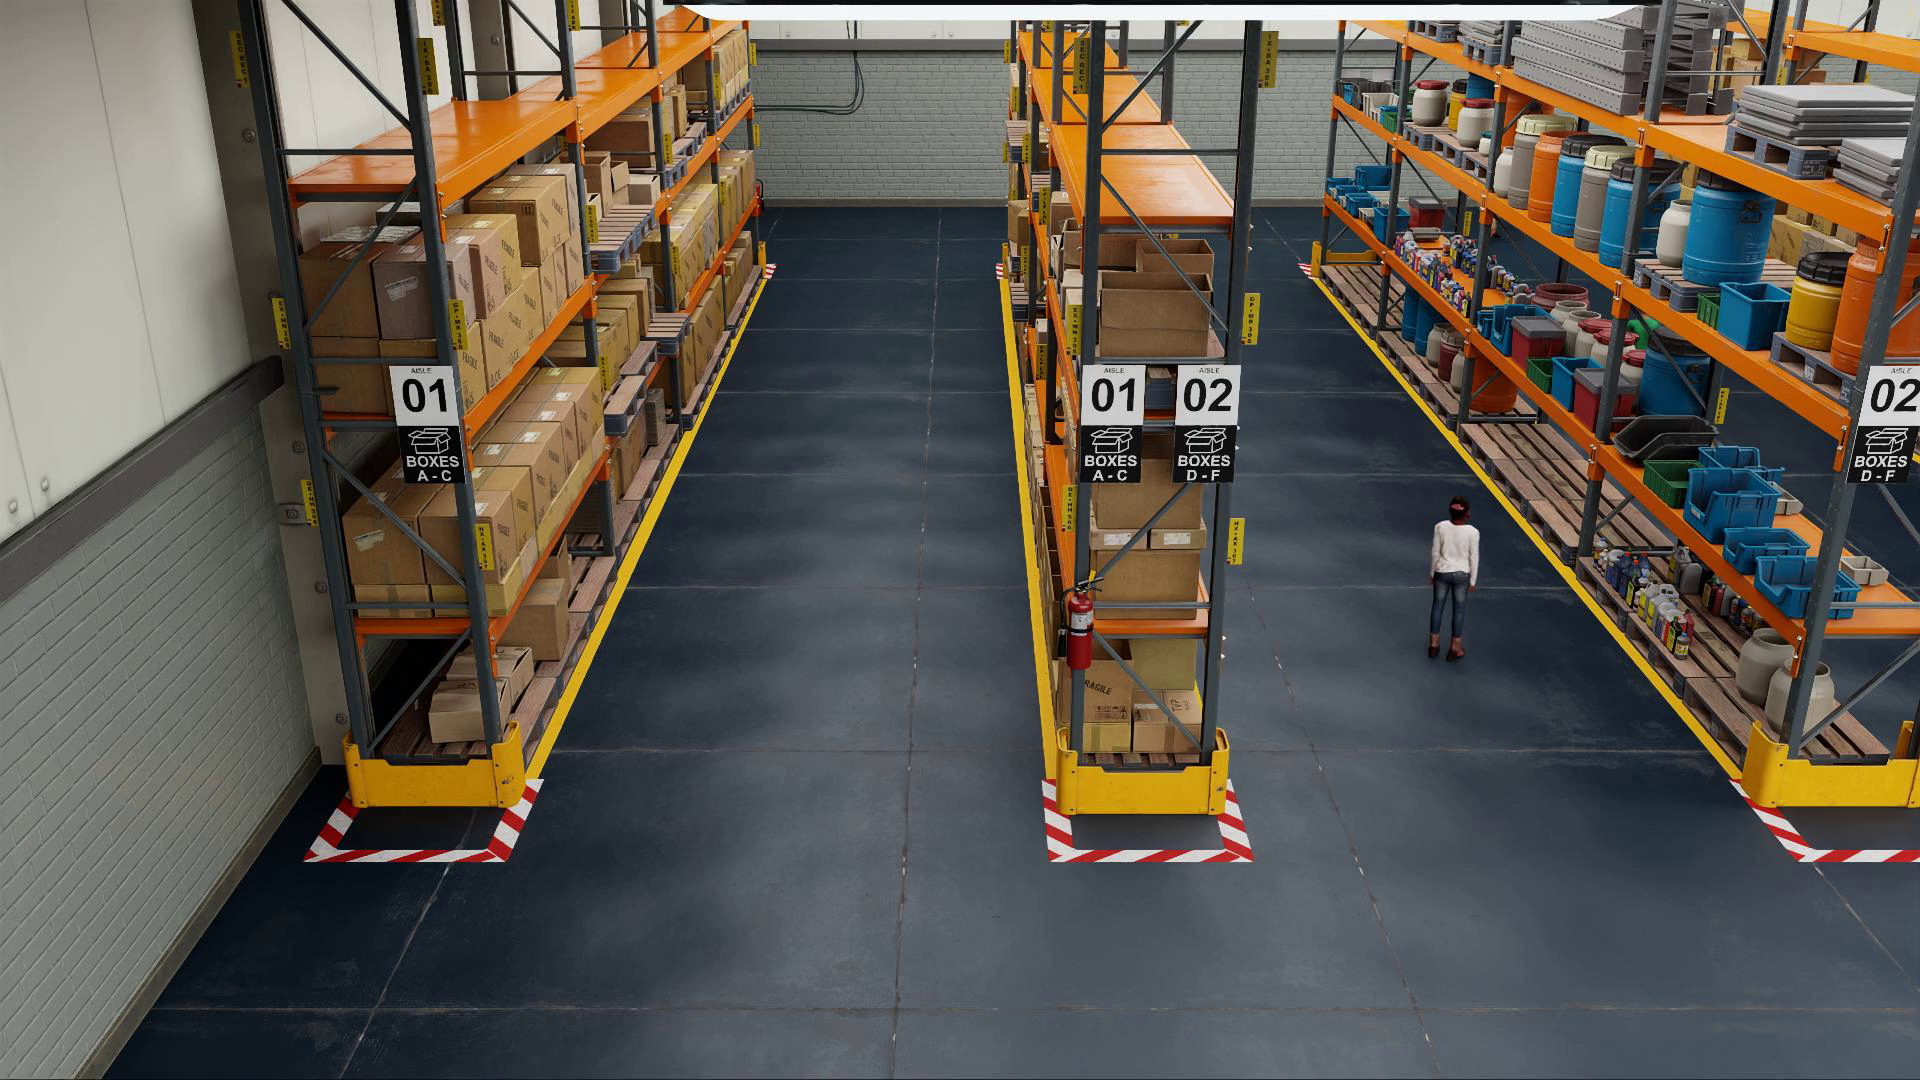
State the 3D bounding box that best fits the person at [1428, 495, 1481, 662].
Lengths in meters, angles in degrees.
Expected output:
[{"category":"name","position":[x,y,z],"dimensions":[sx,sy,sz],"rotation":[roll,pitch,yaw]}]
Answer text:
[{"category":"person","position":[4.017,0.286,13.579],"dimensions":[0.604,1.450,0.623],"rotation":[13,25,28]}]
